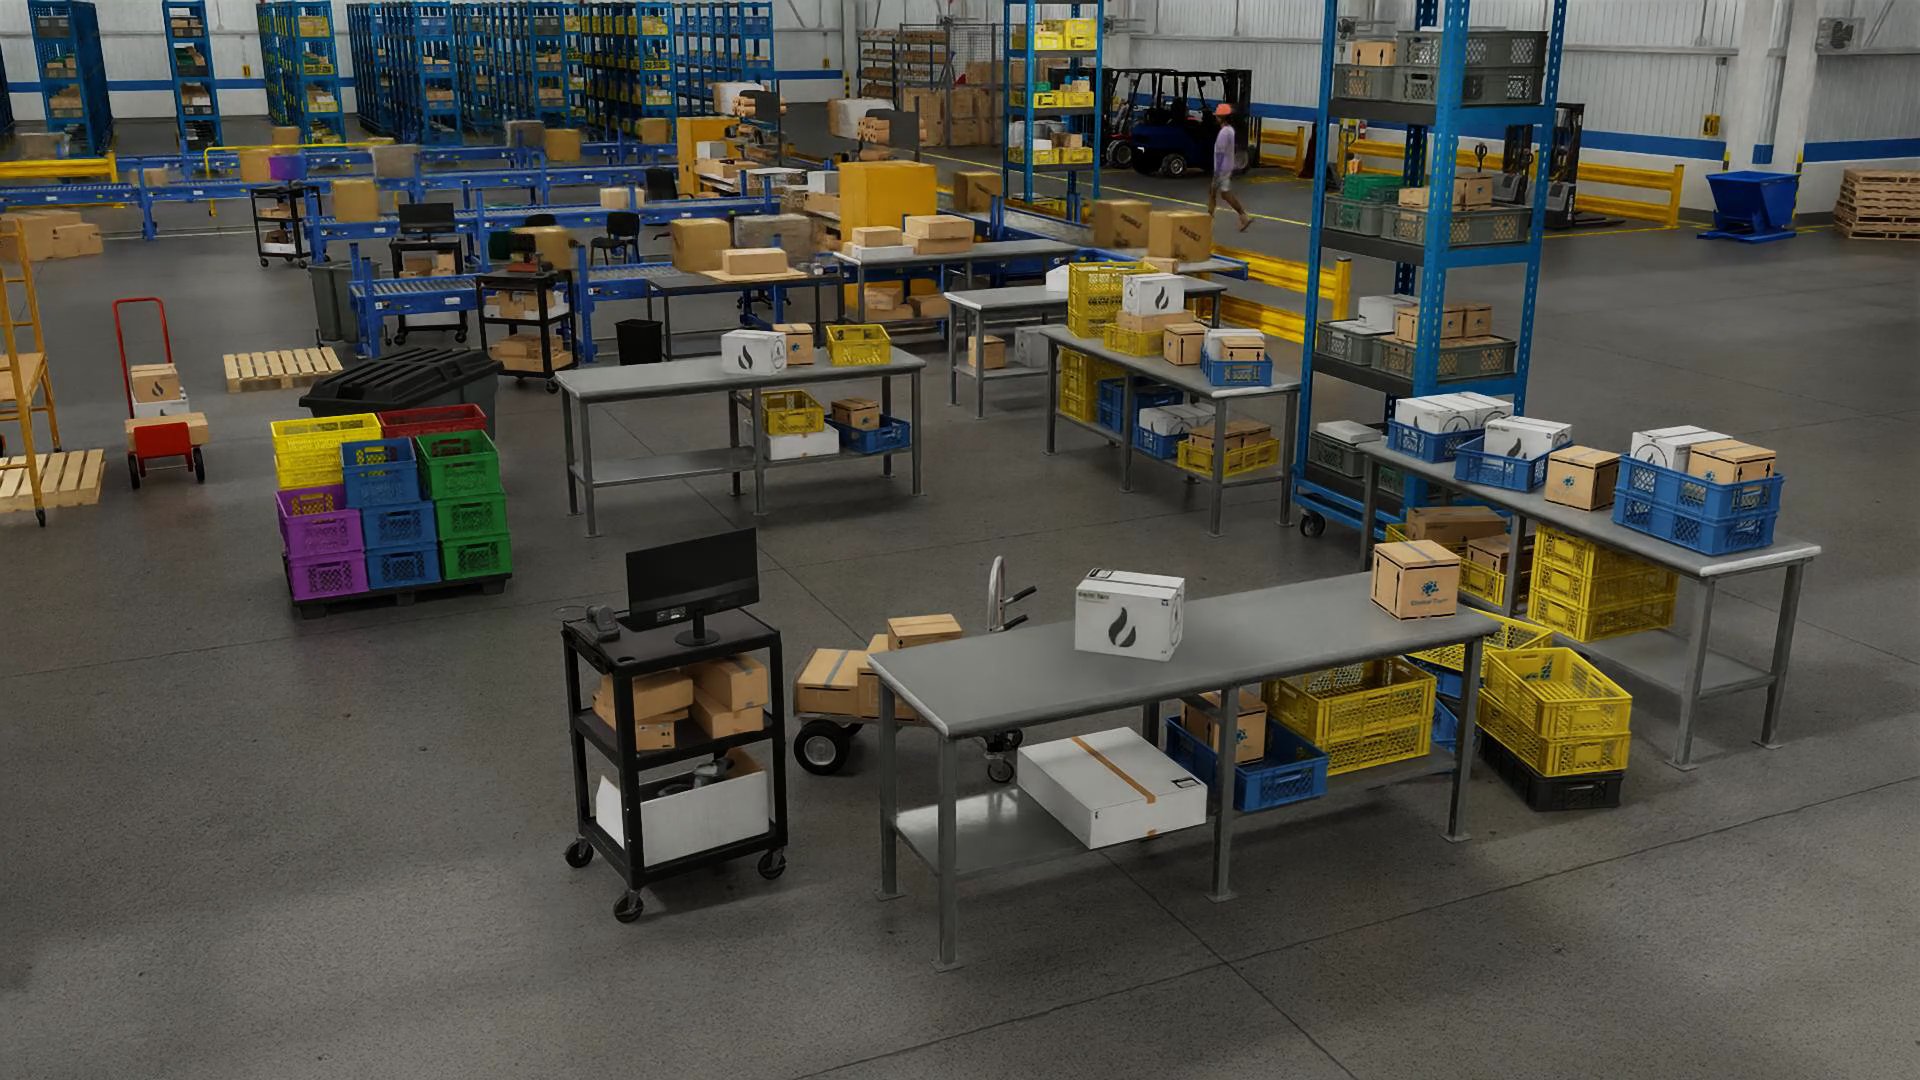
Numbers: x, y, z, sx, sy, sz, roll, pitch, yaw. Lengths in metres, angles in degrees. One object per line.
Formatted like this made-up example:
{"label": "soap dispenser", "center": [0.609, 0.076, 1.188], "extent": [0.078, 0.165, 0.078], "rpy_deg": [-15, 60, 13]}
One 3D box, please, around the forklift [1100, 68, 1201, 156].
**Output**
{"label": "forklift", "center": [4.082, -9.564, 37.410], "extent": [2.680, 1.987, 1.157], "rpy_deg": [-8, 19, -23]}

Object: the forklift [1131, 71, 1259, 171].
{"label": "forklift", "center": [4.998, -8.936, 35.413], "extent": [2.680, 1.987, 1.157], "rpy_deg": [-9, 20, -25]}

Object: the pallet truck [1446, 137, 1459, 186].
{"label": "pallet truck", "center": [9.184, -6.485, 29.328], "extent": [1.630, 1.274, 0.653], "rpy_deg": [-8, 19, -23]}

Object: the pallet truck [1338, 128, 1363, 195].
{"label": "pallet truck", "center": [7.845, -7.140, 31.411], "extent": [1.522, 1.261, 0.704], "rpy_deg": [-9, 20, -25]}

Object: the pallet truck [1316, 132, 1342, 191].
{"label": "pallet truck", "center": [7.723, -7.504, 32.656], "extent": [1.601, 1.201, 0.680], "rpy_deg": [-8, 19, -23]}

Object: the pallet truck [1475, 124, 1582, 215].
{"label": "pallet truck", "center": [9.707, -6.455, 28.103], "extent": [1.885, 1.965, 0.823], "rpy_deg": [-7, 19, -20]}

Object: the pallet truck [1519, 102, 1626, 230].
{"label": "pallet truck", "center": [9.972, -6.037, 26.785], "extent": [1.885, 1.965, 0.823], "rpy_deg": [-9, 20, -25]}

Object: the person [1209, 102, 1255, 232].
{"label": "person", "center": [4.219, -5.875, 26.262], "extent": [0.940, 2.012, 0.617], "rpy_deg": [5, 18, 17]}
